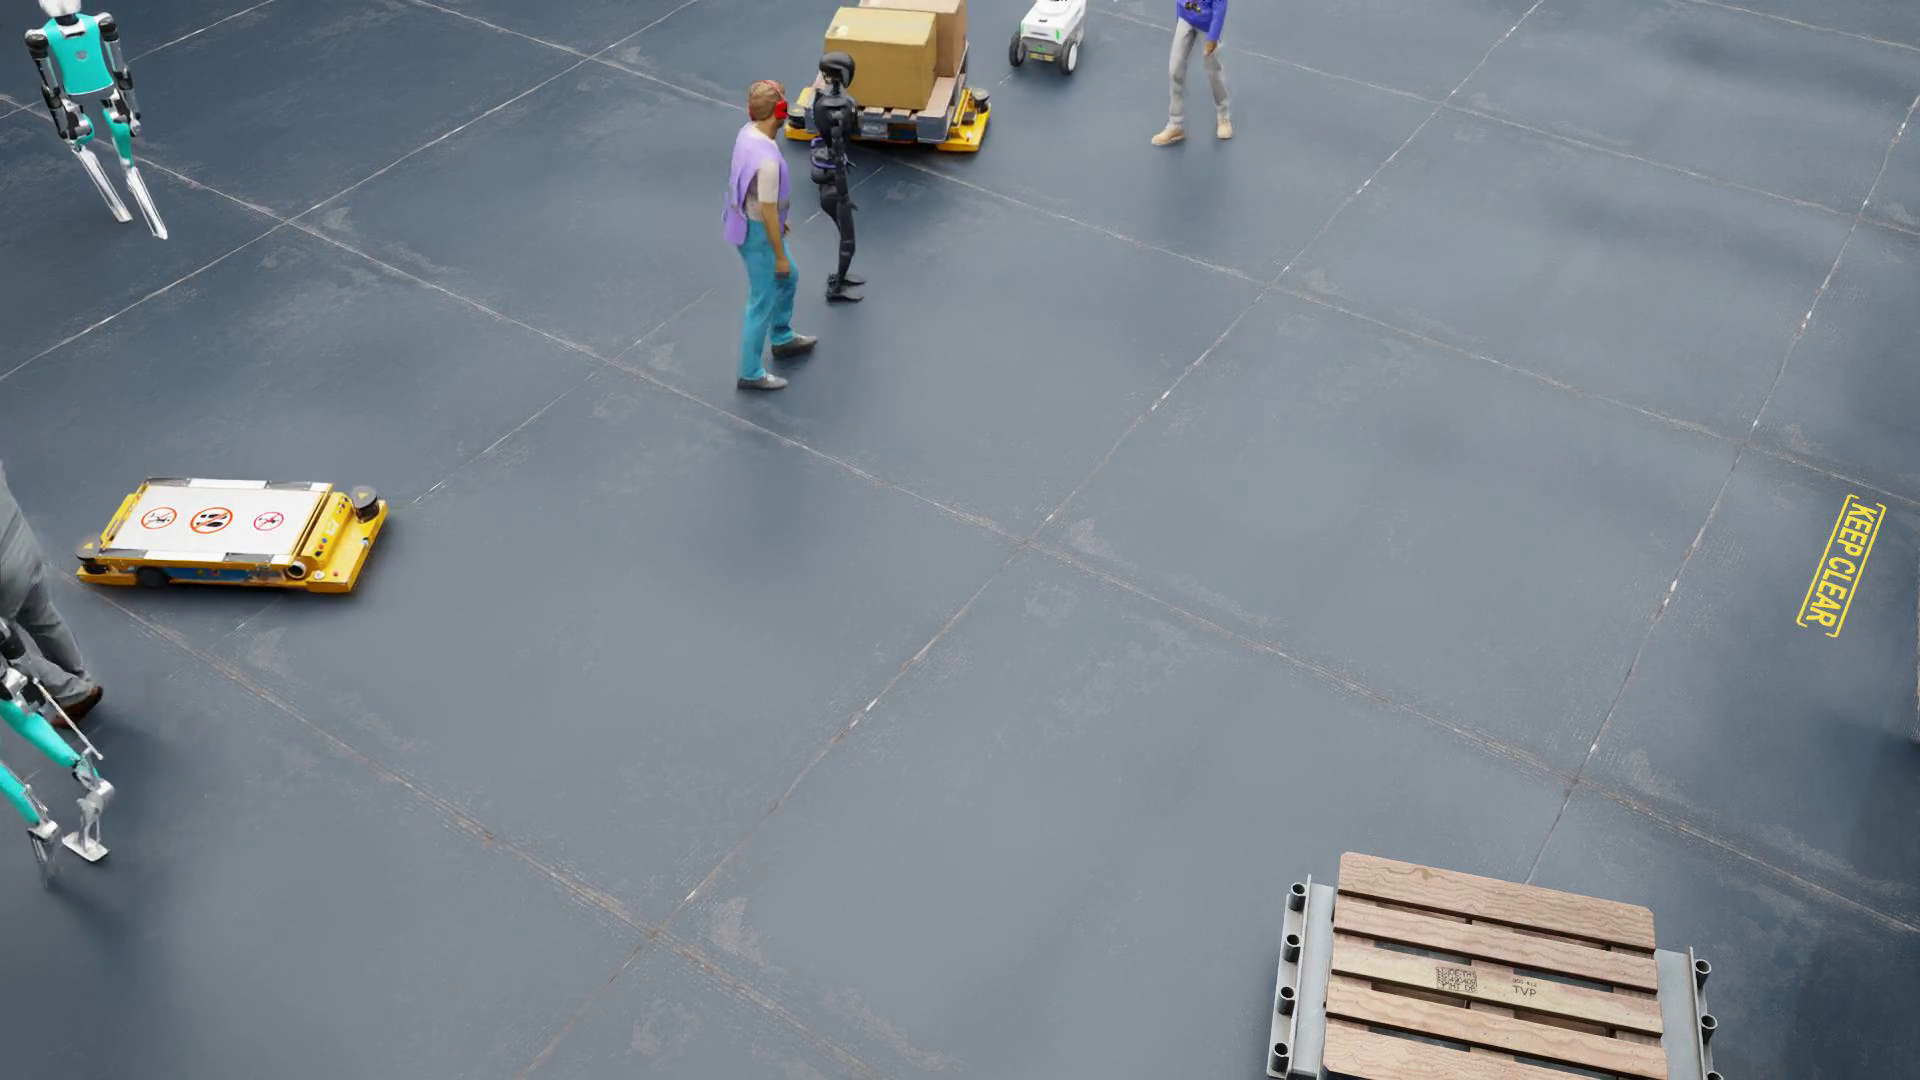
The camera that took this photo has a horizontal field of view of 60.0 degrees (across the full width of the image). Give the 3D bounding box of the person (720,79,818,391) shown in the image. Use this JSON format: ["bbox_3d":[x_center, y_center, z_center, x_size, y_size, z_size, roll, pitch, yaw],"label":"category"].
[{"bbox_3d":[-1.112,-1.746,9.582,0.595,1.801,0.606,-8,42,-9],"label":"person"}]

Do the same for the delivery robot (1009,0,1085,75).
[{"bbox_3d":[0.726,-4.045,13.081,0.499,0.581,0.768,14,44,15],"label":"delivery robot"}]

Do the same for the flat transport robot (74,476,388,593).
[{"bbox_3d":[-3.848,-0.027,8.809,1.431,0.231,0.659,2,42,2],"label":"flat transport robot"}]

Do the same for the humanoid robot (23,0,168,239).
[{"bbox_3d":[-5.644,-2.778,10.814,0.541,1.795,0.811,-28,49,-28],"label":"humanoid robot"}]

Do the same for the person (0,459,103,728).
[{"bbox_3d":[-4.327,0.134,7.419,0.421,1.886,0.710,-1,42,-1],"label":"person"}]

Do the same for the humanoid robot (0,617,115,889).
[{"bbox_3d":[-3.862,0.814,6.813,0.663,1.855,0.543,20,46,21],"label":"humanoid robot"}]

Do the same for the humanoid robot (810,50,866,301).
[{"bbox_3d":[-0.759,-2.251,10.241,0.317,1.648,0.597,-5,42,-5],"label":"humanoid robot"}]

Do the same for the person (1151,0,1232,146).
[{"bbox_3d":[1.734,-3.684,11.741,0.687,1.836,0.488,-33,51,-32],"label":"person"}]

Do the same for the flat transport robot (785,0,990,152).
[{"bbox_3d":[-0.527,-3.151,12.306,1.431,0.231,0.659,6,42,6],"label":"flat transport robot"}]
